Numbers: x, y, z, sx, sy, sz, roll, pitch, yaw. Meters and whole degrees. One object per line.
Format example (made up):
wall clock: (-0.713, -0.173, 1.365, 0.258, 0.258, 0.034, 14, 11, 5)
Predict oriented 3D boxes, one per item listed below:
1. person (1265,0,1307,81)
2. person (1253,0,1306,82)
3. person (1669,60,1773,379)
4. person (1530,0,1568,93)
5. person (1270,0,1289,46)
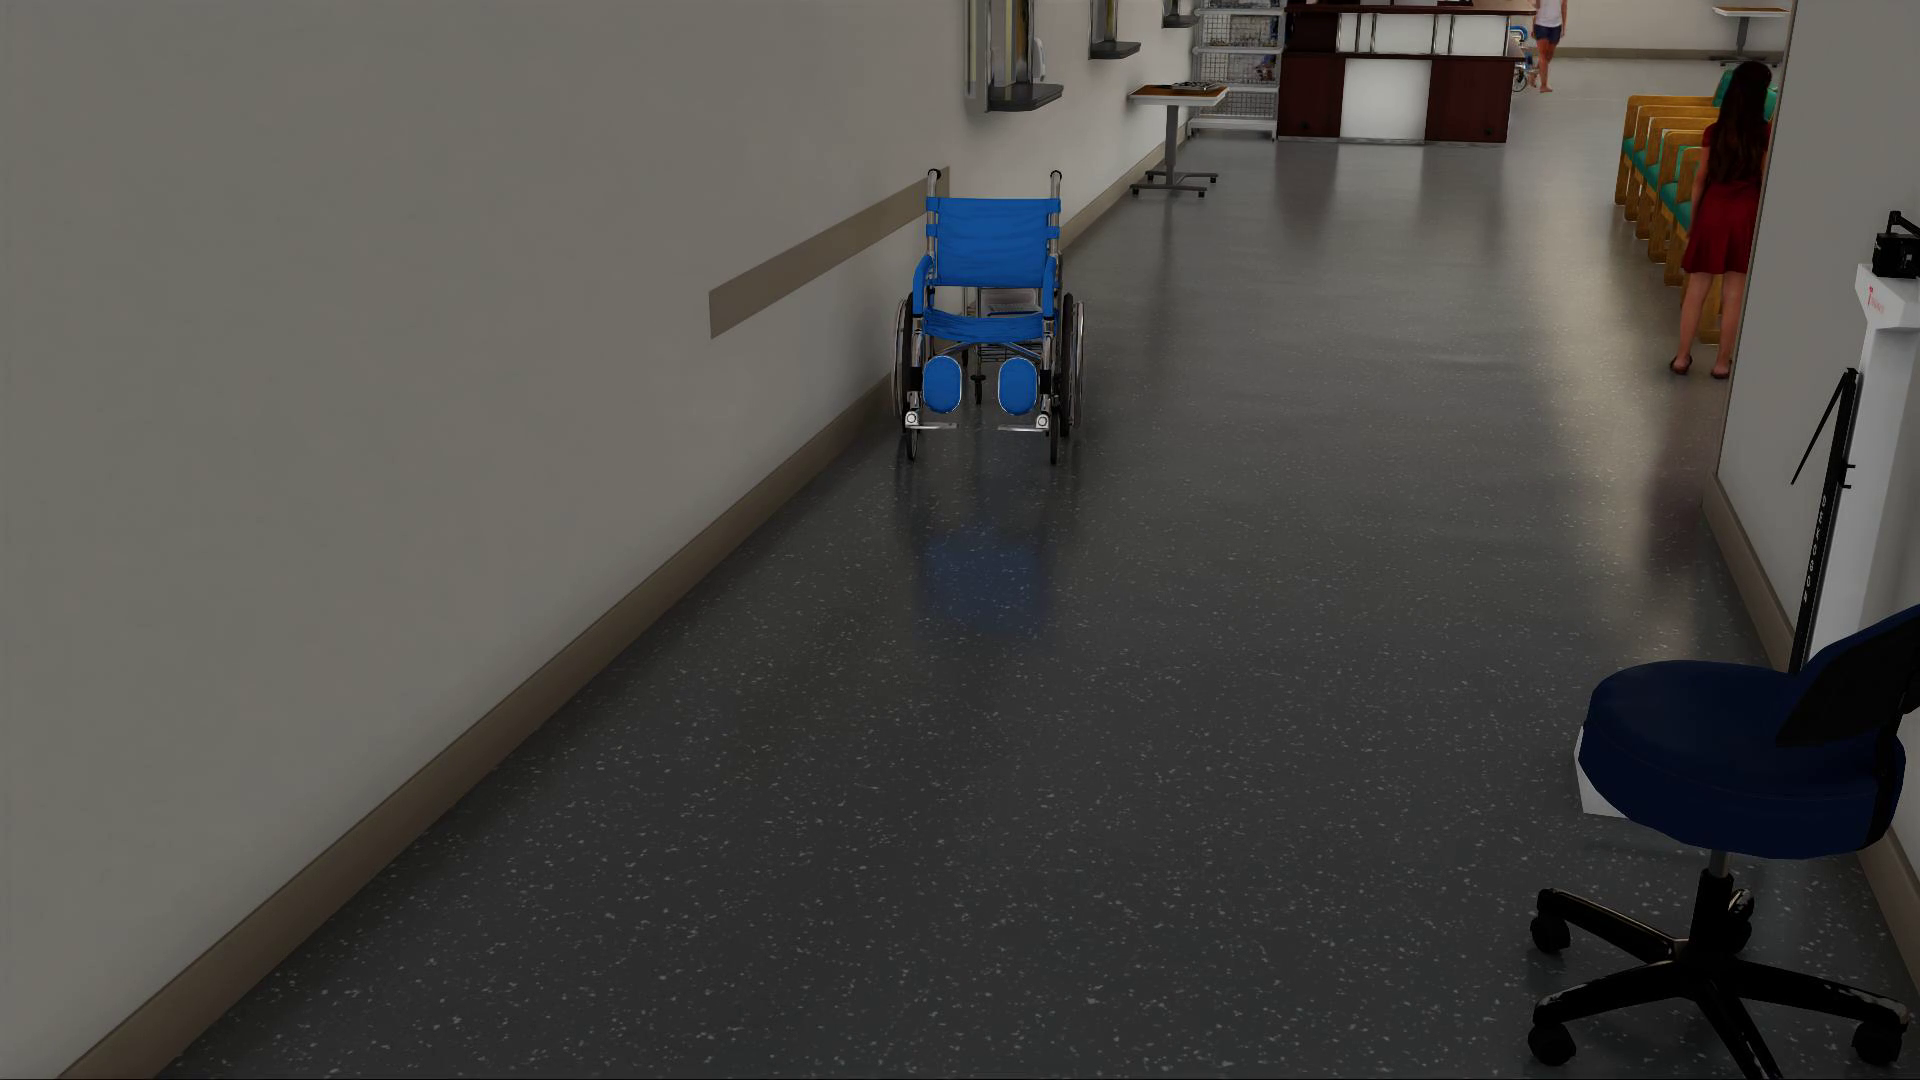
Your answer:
person: (4.490, -7.150, 22.773, 1.080, 1.700, 0.973, -9, 23, -23)
person: (4.272, -6.816, 21.954, 1.179, 1.655, 1.075, -10, 23, -24)
person: (3.834, -1.596, 8.305, 0.635, 1.560, 0.701, 14, 25, 32)
person: (7.546, -6.587, 21.448, 1.043, 1.585, 0.870, -2, 21, -6)
person: (5.148, -8.551, 26.624, 0.977, 1.592, 0.739, 9, 22, 21)
